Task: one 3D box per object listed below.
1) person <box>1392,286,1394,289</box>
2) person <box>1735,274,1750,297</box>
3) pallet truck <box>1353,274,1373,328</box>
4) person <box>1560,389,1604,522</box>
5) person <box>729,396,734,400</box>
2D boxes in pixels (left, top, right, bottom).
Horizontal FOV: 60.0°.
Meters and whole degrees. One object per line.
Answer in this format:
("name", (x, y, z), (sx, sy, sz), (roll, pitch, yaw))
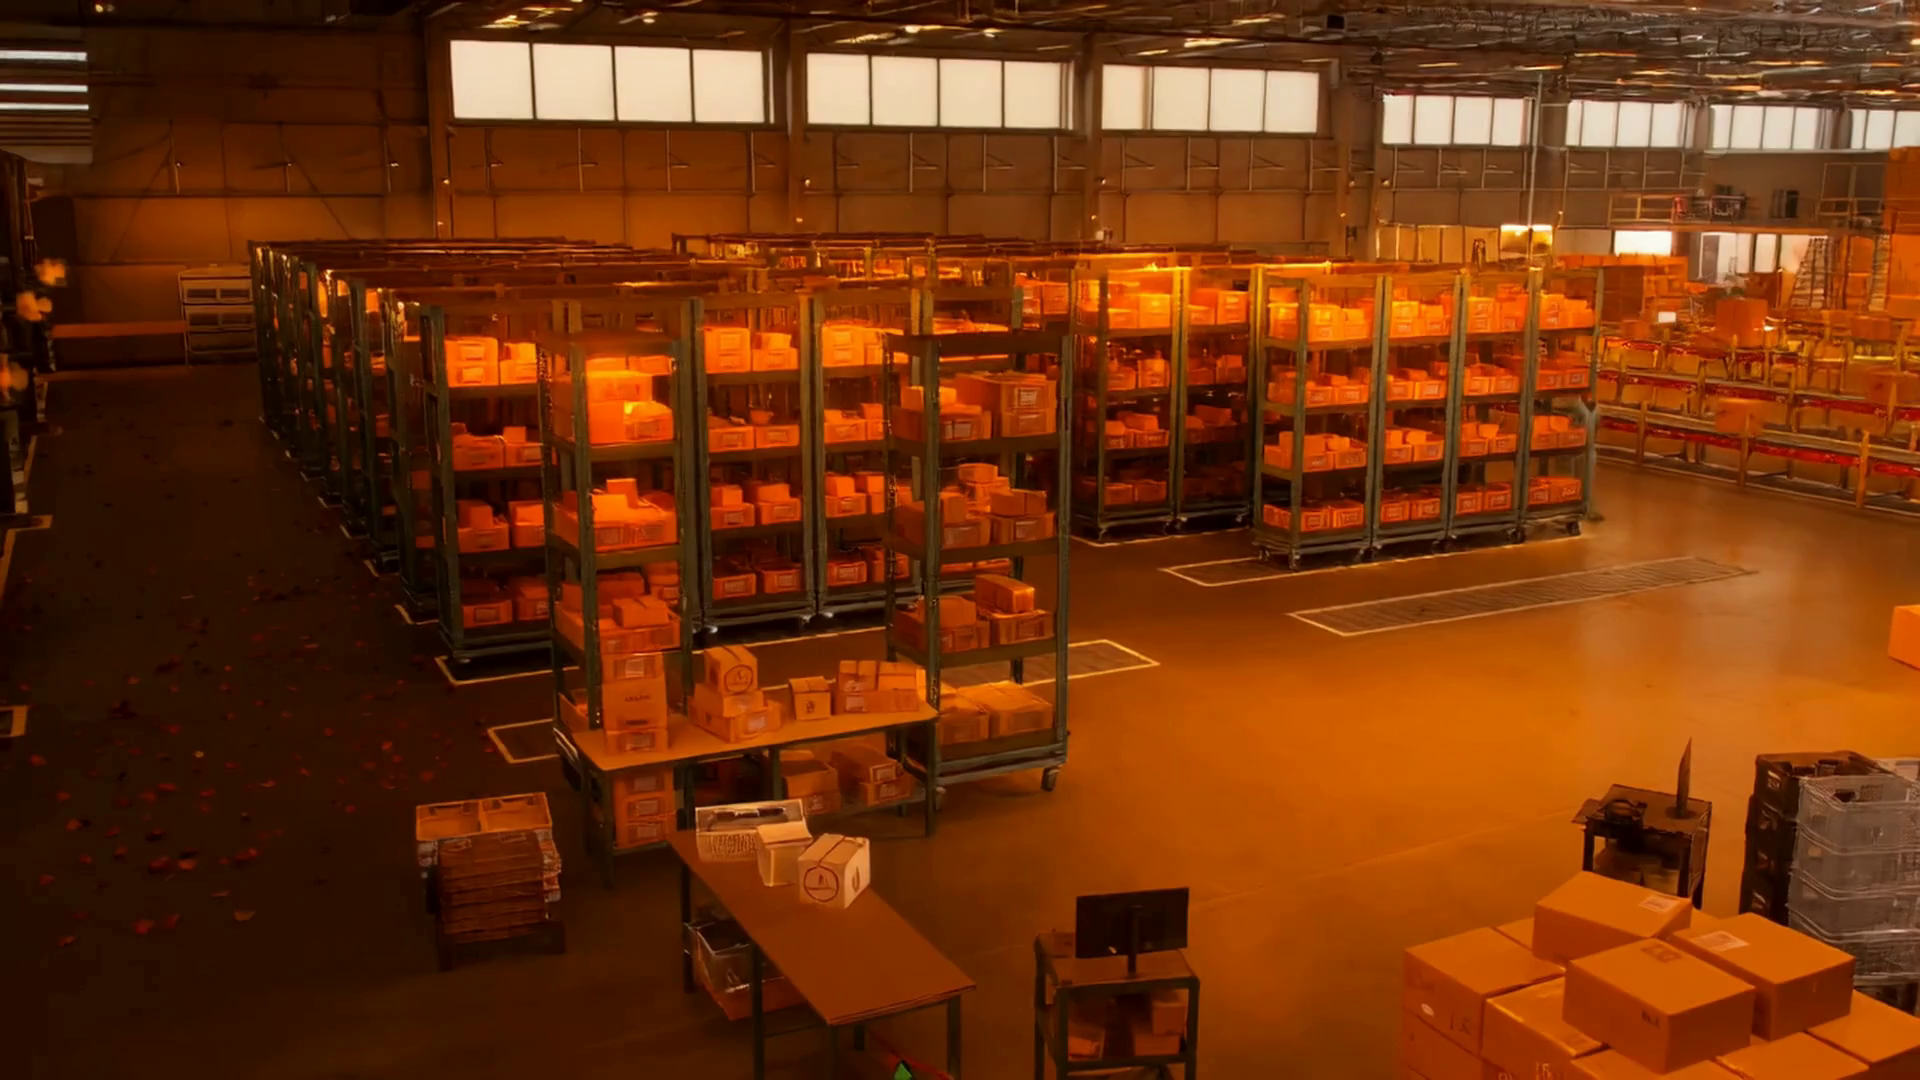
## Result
("person", (13.649, -7.629, 53.581), (0.519, 1.881, 0.681), (-11, 16, -41))
("person", (23.677, -7.050, 50.480), (0.475, 2.025, 0.625), (1, 12, 7))
("pallet truck", (13.011, -8.050, 55.243), (0.823, 1.965, 1.885), (-7, 14, -28))
("person", (8.838, -1.225, 23.574), (0.599, 1.891, 1.018), (-1, 12, -6))
("person", (-3.699, -2.135, 28.072), (0.602, 1.782, 0.932), (-7, 14, -28))
